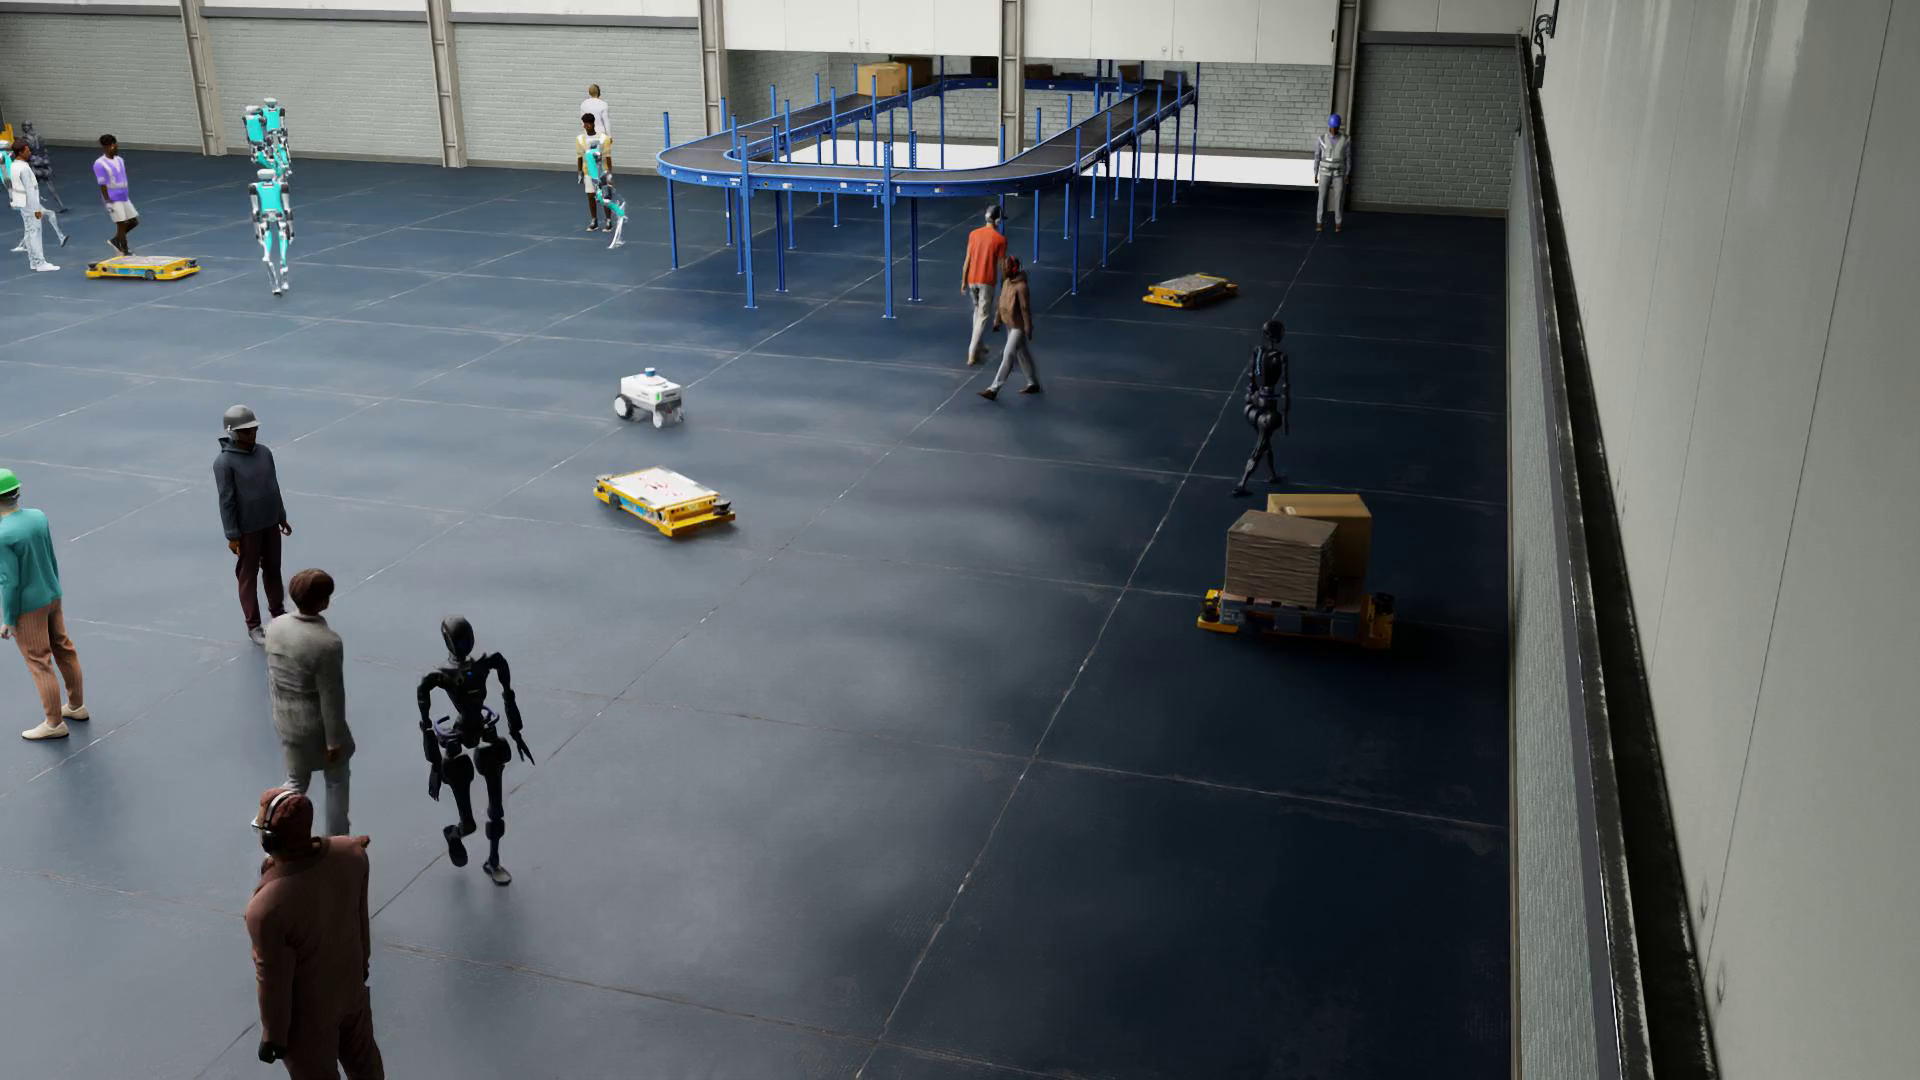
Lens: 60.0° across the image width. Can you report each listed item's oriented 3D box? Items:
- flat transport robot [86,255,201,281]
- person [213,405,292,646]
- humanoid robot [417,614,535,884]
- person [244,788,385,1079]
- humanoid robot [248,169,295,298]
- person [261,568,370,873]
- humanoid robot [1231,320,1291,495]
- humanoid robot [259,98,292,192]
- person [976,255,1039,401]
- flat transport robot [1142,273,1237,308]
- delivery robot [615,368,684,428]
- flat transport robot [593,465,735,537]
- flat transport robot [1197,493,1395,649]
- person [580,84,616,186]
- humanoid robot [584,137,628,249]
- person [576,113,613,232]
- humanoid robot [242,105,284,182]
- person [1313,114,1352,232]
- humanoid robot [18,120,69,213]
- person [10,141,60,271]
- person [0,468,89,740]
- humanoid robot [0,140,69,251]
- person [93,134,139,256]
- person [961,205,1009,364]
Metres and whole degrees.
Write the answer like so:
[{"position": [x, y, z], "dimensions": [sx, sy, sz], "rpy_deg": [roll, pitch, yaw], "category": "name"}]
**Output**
[{"position": [-12.101, -4.034, 24.641], "dimensions": [1.431, 0.231, 0.659], "rpy_deg": [3, 21, 9], "category": "flat transport robot"}, {"position": [-5.240, -0.125, 12.350], "dimensions": [0.370, 1.816, 0.539], "rpy_deg": [10, 23, 24], "category": "person"}, {"position": [-2.719, 1.138, 9.271], "dimensions": [0.598, 1.647, 0.447], "rpy_deg": [-16, 26, -36], "category": "humanoid robot"}, {"position": [-2.718, 1.899, 6.978], "dimensions": [0.410, 1.909, 0.638], "rpy_deg": [7, 22, 17], "category": "person"}, {"position": [-9.551, -4.218, 23.134], "dimensions": [0.531, 1.764, 1.007], "rpy_deg": [-6, 22, -16], "category": "humanoid robot"}, {"position": [-3.685, 1.063, 9.302], "dimensions": [0.525, 1.805, 0.622], "rpy_deg": [8, 22, 19], "category": "person"}, {"position": [2.855, -1.244, 15.510], "dimensions": [0.785, 1.622, 0.588], "rpy_deg": [-12, 24, -28], "category": "humanoid robot"}, {"position": [-12.817, -7.412, 31.386], "dimensions": [0.877, 1.785, 0.549], "rpy_deg": [19, 28, 40], "category": "humanoid robot"}, {"position": [0.551, -2.346, 18.400], "dimensions": [0.887, 1.603, 0.502], "rpy_deg": [-11, 23, -25], "category": "person"}, {"position": [3.219, -3.480, 23.202], "dimensions": [0.659, 0.231, 1.431], "rpy_deg": [17, 27, 37], "category": "flat transport robot"}, {"position": [-3.299, -1.541, 17.766], "dimensions": [0.791, 0.587, 0.499], "rpy_deg": [20, 28, 41], "category": "delivery robot"}, {"position": [-2.708, -0.369, 15.134], "dimensions": [0.659, 0.231, 1.431], "rpy_deg": [-17, 27, -36], "category": "flat transport robot"}, {"position": [2.577, 0.559, 12.728], "dimensions": [1.431, 0.231, 0.659], "rpy_deg": [6, 22, 15], "category": "flat transport robot"}, {"position": [-6.983, -7.808, 32.112], "dimensions": [0.630, 1.940, 0.371], "rpy_deg": [8, 23, 20], "category": "person"}, {"position": [-5.512, -5.510, 26.458], "dimensions": [0.822, 1.792, 0.566], "rpy_deg": [-12, 24, -28], "category": "humanoid robot"}, {"position": [-6.090, -6.137, 27.757], "dimensions": [0.615, 1.953, 0.374], "rpy_deg": [3, 21, 8], "category": "person"}, {"position": [-12.651, -7.063, 30.474], "dimensions": [0.542, 1.807, 0.692], "rpy_deg": [9, 23, 23], "category": "humanoid robot"}, {"position": [6.204, -6.124, 27.755], "dimensions": [0.615, 1.933, 0.416], "rpy_deg": [4, 21, 9], "category": "person"}, {"position": [-16.276, -6.585, 29.384], "dimensions": [0.811, 1.619, 0.589], "rpy_deg": [8, 22, 19], "category": "humanoid robot"}, {"position": [-13.872, -4.974, 24.790], "dimensions": [0.392, 1.919, 0.589], "rpy_deg": [-19, 28, -40], "category": "person"}, {"position": [-6.086, 0.412, 10.888], "dimensions": [0.367, 1.867, 0.515], "rpy_deg": [3, 21, 8], "category": "person"}, {"position": [-14.624, -5.446, 26.294], "dimensions": [0.970, 1.768, 0.535], "rpy_deg": [-9, 23, -22], "category": "humanoid robot"}, {"position": [-12.898, -5.216, 25.376], "dimensions": [0.504, 1.946, 0.599], "rpy_deg": [4, 22, 11], "category": "person"}, {"position": [0.307, -3.065, 19.920], "dimensions": [0.507, 1.856, 0.711], "rpy_deg": [11, 23, 25], "category": "person"}]
